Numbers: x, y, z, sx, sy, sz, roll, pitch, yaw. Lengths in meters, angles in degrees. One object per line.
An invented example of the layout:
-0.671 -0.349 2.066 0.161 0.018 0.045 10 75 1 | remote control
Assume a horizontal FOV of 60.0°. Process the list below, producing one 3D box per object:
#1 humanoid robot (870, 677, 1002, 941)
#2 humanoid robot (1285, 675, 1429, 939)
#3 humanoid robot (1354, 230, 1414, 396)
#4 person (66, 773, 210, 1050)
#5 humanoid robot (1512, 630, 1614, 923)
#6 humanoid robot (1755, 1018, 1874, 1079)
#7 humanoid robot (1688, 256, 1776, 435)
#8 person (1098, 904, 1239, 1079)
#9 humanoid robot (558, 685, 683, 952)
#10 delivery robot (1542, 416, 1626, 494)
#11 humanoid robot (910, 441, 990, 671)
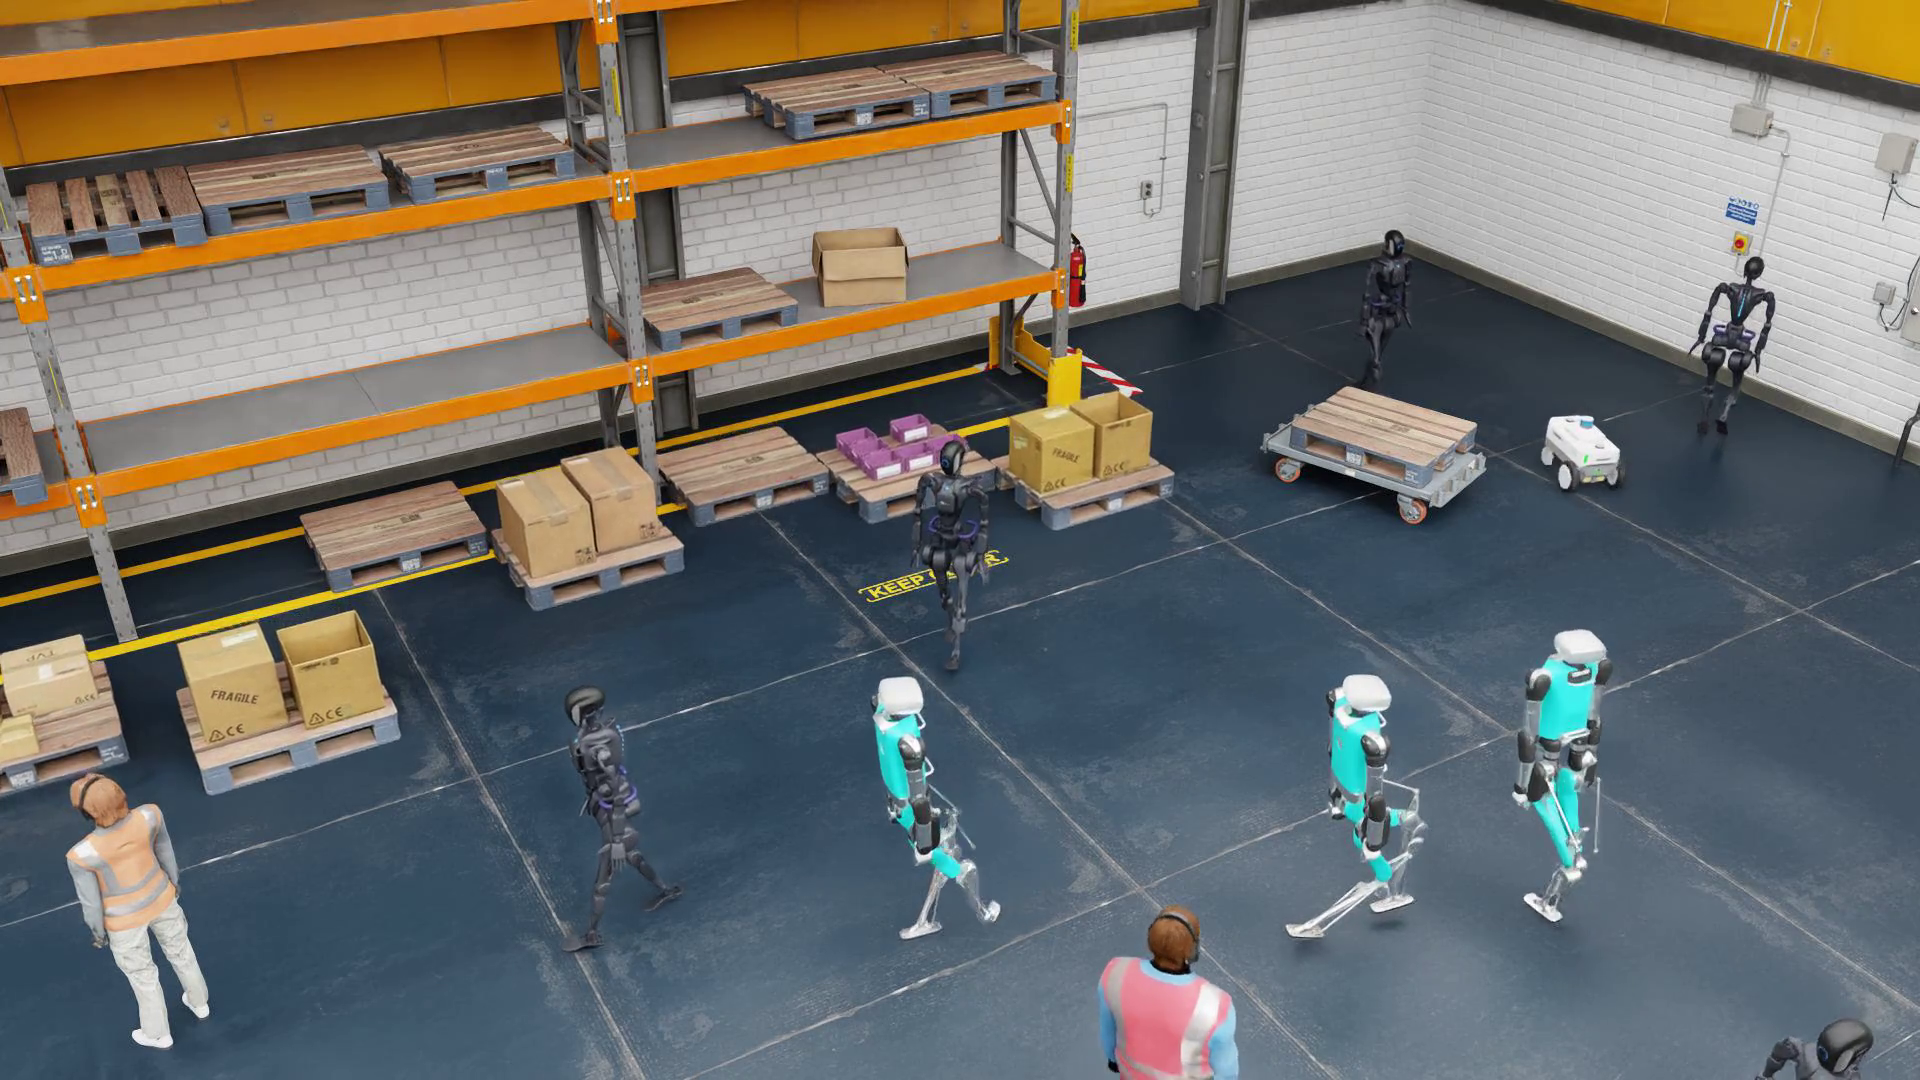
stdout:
-0.050 1.482 8.945 0.835 1.859 0.546 -12 32 -20 | humanoid robot
2.282 1.449 8.937 1.023 1.742 0.540 -8 30 -13 | humanoid robot
3.908 -2.037 15.178 0.601 1.629 0.711 -15 33 -24 | humanoid robot
-4.104 1.848 8.310 0.305 1.638 0.511 16 33 26 | person
3.345 1.414 9.055 0.544 1.857 0.703 -12 32 -20 | humanoid robot
3.525 2.595 6.961 0.431 1.651 0.591 -14 32 -23 | humanoid robot
6.704 -1.685 14.526 0.597 1.650 0.434 14 32 23 | humanoid robot
0.912 2.331 7.256 0.665 1.828 0.502 17 34 28 | person
-1.902 1.464 8.994 0.764 1.626 0.613 -15 33 -24 | humanoid robot
5.237 -0.764 14.021 0.499 0.580 0.757 -4 30 -8 | delivery robot
-0.075 0.081 11.427 0.601 1.630 0.732 10 31 17 | humanoid robot
